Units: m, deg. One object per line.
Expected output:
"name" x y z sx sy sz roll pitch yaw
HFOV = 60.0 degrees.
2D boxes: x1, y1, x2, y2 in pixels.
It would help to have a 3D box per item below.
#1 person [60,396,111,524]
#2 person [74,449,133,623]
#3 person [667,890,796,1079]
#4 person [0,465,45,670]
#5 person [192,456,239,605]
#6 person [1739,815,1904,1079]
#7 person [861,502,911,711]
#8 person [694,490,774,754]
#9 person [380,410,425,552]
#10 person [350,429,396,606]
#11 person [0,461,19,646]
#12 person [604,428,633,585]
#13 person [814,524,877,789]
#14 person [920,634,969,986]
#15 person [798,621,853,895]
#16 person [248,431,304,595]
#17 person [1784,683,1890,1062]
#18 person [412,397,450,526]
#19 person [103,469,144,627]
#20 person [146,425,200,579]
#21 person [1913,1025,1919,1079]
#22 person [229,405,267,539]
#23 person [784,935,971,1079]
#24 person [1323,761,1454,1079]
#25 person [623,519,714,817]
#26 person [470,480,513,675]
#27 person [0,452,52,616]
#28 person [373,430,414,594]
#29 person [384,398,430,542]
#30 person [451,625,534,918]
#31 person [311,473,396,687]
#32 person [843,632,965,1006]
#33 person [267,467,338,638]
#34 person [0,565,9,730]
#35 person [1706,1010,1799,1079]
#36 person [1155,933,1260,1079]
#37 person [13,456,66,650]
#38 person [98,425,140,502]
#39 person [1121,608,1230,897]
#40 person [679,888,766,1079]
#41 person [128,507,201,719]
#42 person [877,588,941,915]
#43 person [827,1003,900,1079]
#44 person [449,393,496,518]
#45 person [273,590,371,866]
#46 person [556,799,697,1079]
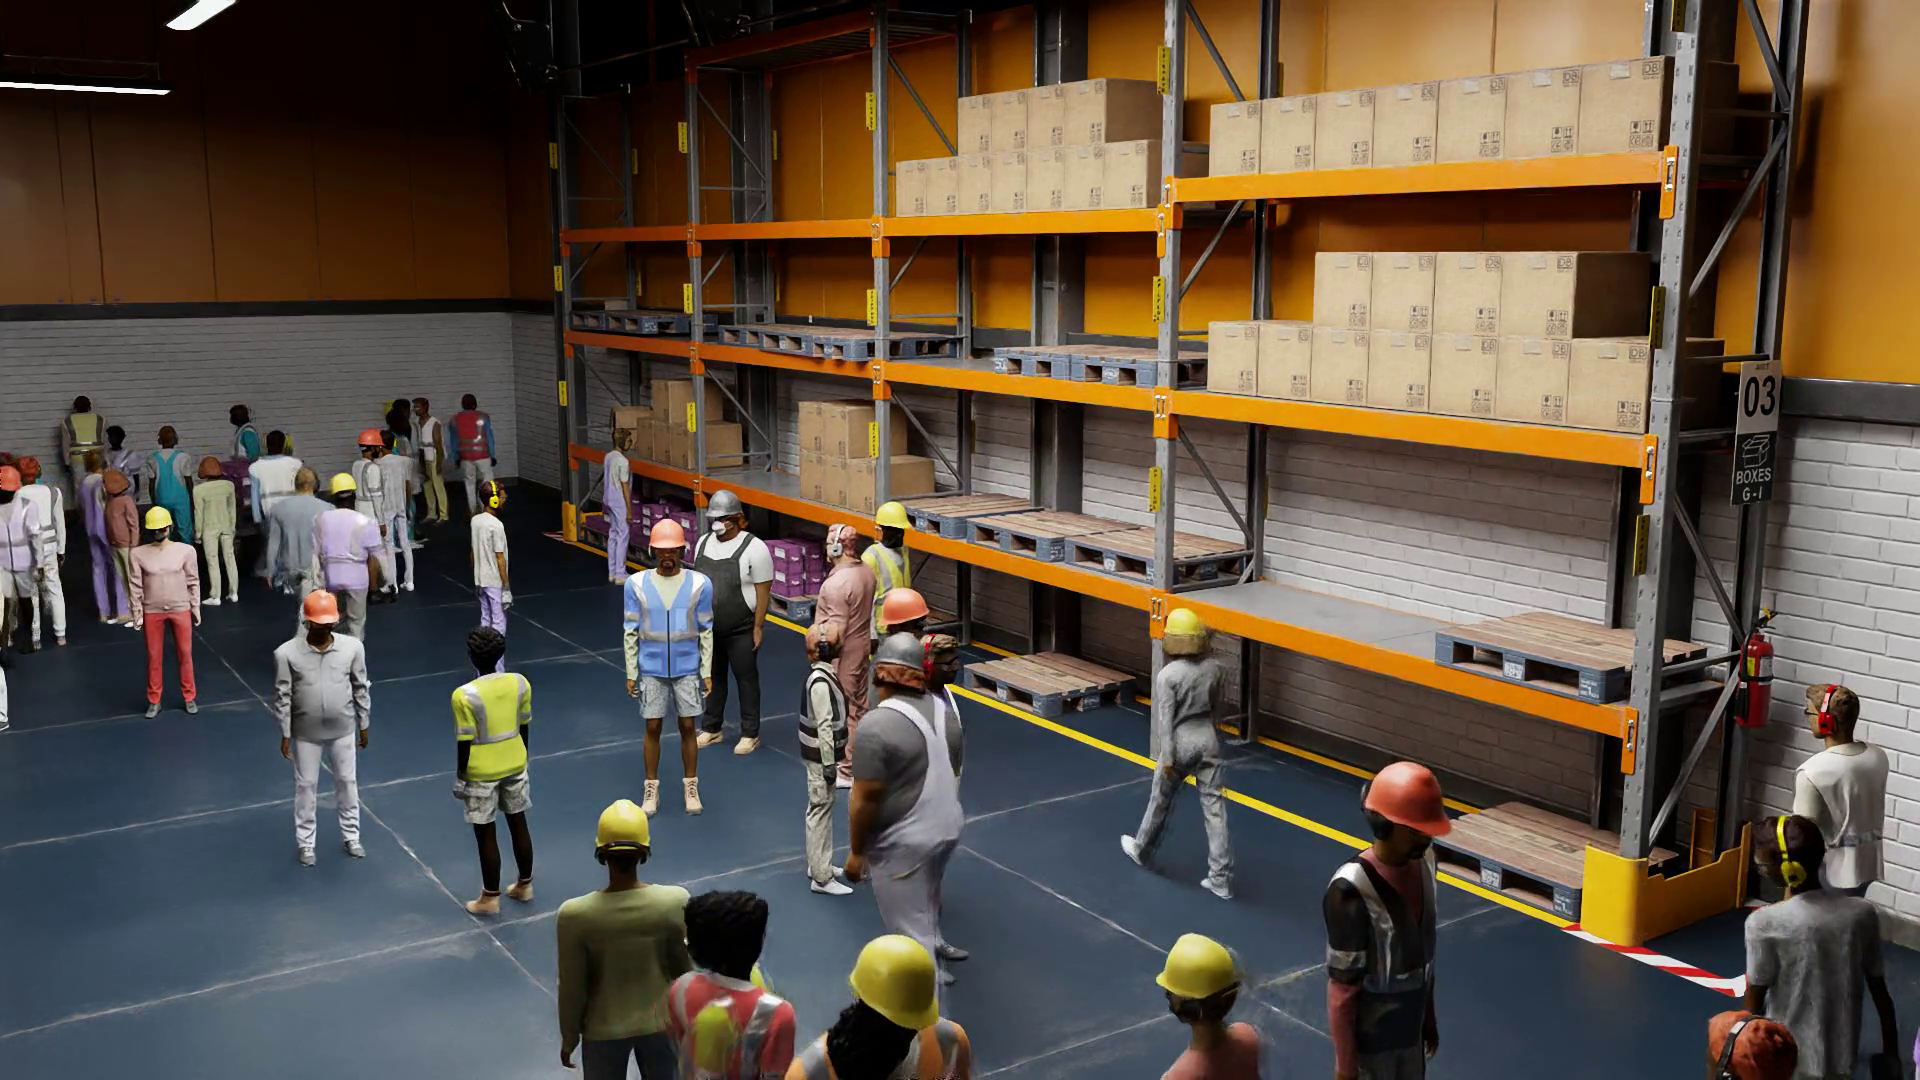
"person" -12.402 -1.129 23.631 0.624 1.845 0.430 -6 11 -31
"person" -8.900 -0.035 17.318 0.613 1.820 0.334 1 10 9
"person" -0.744 2.011 5.686 0.534 1.678 0.404 5 11 26
"person" -8.919 0.215 15.628 0.535 1.892 0.875 -6 12 -33
"person" -8.150 -0.102 18.211 0.285 1.633 0.500 6 11 31
"person" 3.071 1.886 5.969 0.595 1.830 0.461 -1 10 -7
"person" -0.541 0.652 12.928 0.382 1.924 0.594 5 11 27
"person" -1.801 0.625 12.748 0.673 2.000 0.535 5 11 26
"person" -7.180 -0.740 21.298 0.634 1.863 0.691 -1 10 -5
"person" -6.436 -0.251 18.233 0.386 1.929 0.543 -9 13 -42
"person" -9.546 0.098 16.506 0.544 1.831 0.874 -4 11 -23
"person" -3.947 -0.391 19.327 0.355 1.834 0.524 -7 12 -36
"person" -0.841 0.830 11.942 0.409 1.909 0.641 3 10 17
"person" -0.162 1.395 8.795 0.389 1.847 0.563 3 10 15
"person" -0.811 1.296 9.977 0.309 1.645 0.514 -1 10 -7
"person" -7.717 -0.317 18.893 0.584 1.847 1.054 -3 10 -15
"person" 4.065 1.580 7.752 0.560 1.836 0.394 -5 11 -27
"person" -7.503 -1.113 23.579 0.573 1.827 0.422 9 13 41
"person" -8.628 0.082 17.131 0.501 1.632 0.285 7 12 35
"person" -9.217 -0.421 19.485 0.506 1.839 0.329 -1 10 -8
"person" 3.699 1.952 6.140 0.523 1.638 0.310 -5 11 -29
"person" -9.716 -0.910 22.433 0.748 1.817 0.648 -4 11 -24
"person" -0.240 2.041 4.869 0.628 1.898 0.444 -4 11 -23
"person" 1.565 1.775 6.039 0.613 2.033 0.410 -9 13 -44
"person" -1.972 0.868 11.306 0.608 2.048 0.365 -2 10 -10
"person" -4.078 0.404 14.553 0.310 1.868 0.533 -9 13 -44
"person" -9.788 -0.024 17.308 0.585 1.810 0.882 -1 10 -4
"person" -6.439 -0.320 18.831 0.326 1.862 0.518 7 12 37
"person" -7.498 -0.954 22.330 0.820 1.944 0.627 5 11 29
"person" -2.702 1.330 9.622 0.317 1.695 0.540 7 12 35
"person" -5.347 0.363 14.658 0.613 1.902 0.652 2 10 10
"person" -0.258 1.425 8.056 0.666 2.000 0.727 7 12 34
"person" -5.989 0.274 15.317 0.656 1.879 1.036 1 10 7
"person" -7.883 0.679 13.273 0.559 1.752 0.325 3 10 19
"person" 2.034 2.139 4.346 0.576 1.880 0.351 -4 10 -21
"person" 0.805 2.071 5.152 0.792 1.738 0.533 8 13 41
"person" -8.987 0.122 16.164 0.355 1.883 0.575 7 12 36
"person" -10.766 -0.659 21.372 0.534 1.669 0.792 1 10 4
"person" 1.354 1.251 10.092 0.503 1.698 0.901 -5 11 -26
"person" -0.766 2.009 5.709 0.615 1.679 0.558 0 10 3
"person" -6.554 0.594 13.736 0.533 1.767 0.326 -4 10 -23
"person" -0.286 1.222 9.580 0.374 1.928 0.543 -2 10 -10
"person" -0.260 2.151 4.801 0.539 1.695 0.317 -1 10 -6
"person" -7.055 -1.215 24.164 0.648 1.830 0.487 1 10 3
"person" -3.984 1.168 10.438 0.568 1.743 0.350 -5 11 -28
"person" -1.264 1.853 6.345 0.534 1.767 0.319 -4 10 -21
